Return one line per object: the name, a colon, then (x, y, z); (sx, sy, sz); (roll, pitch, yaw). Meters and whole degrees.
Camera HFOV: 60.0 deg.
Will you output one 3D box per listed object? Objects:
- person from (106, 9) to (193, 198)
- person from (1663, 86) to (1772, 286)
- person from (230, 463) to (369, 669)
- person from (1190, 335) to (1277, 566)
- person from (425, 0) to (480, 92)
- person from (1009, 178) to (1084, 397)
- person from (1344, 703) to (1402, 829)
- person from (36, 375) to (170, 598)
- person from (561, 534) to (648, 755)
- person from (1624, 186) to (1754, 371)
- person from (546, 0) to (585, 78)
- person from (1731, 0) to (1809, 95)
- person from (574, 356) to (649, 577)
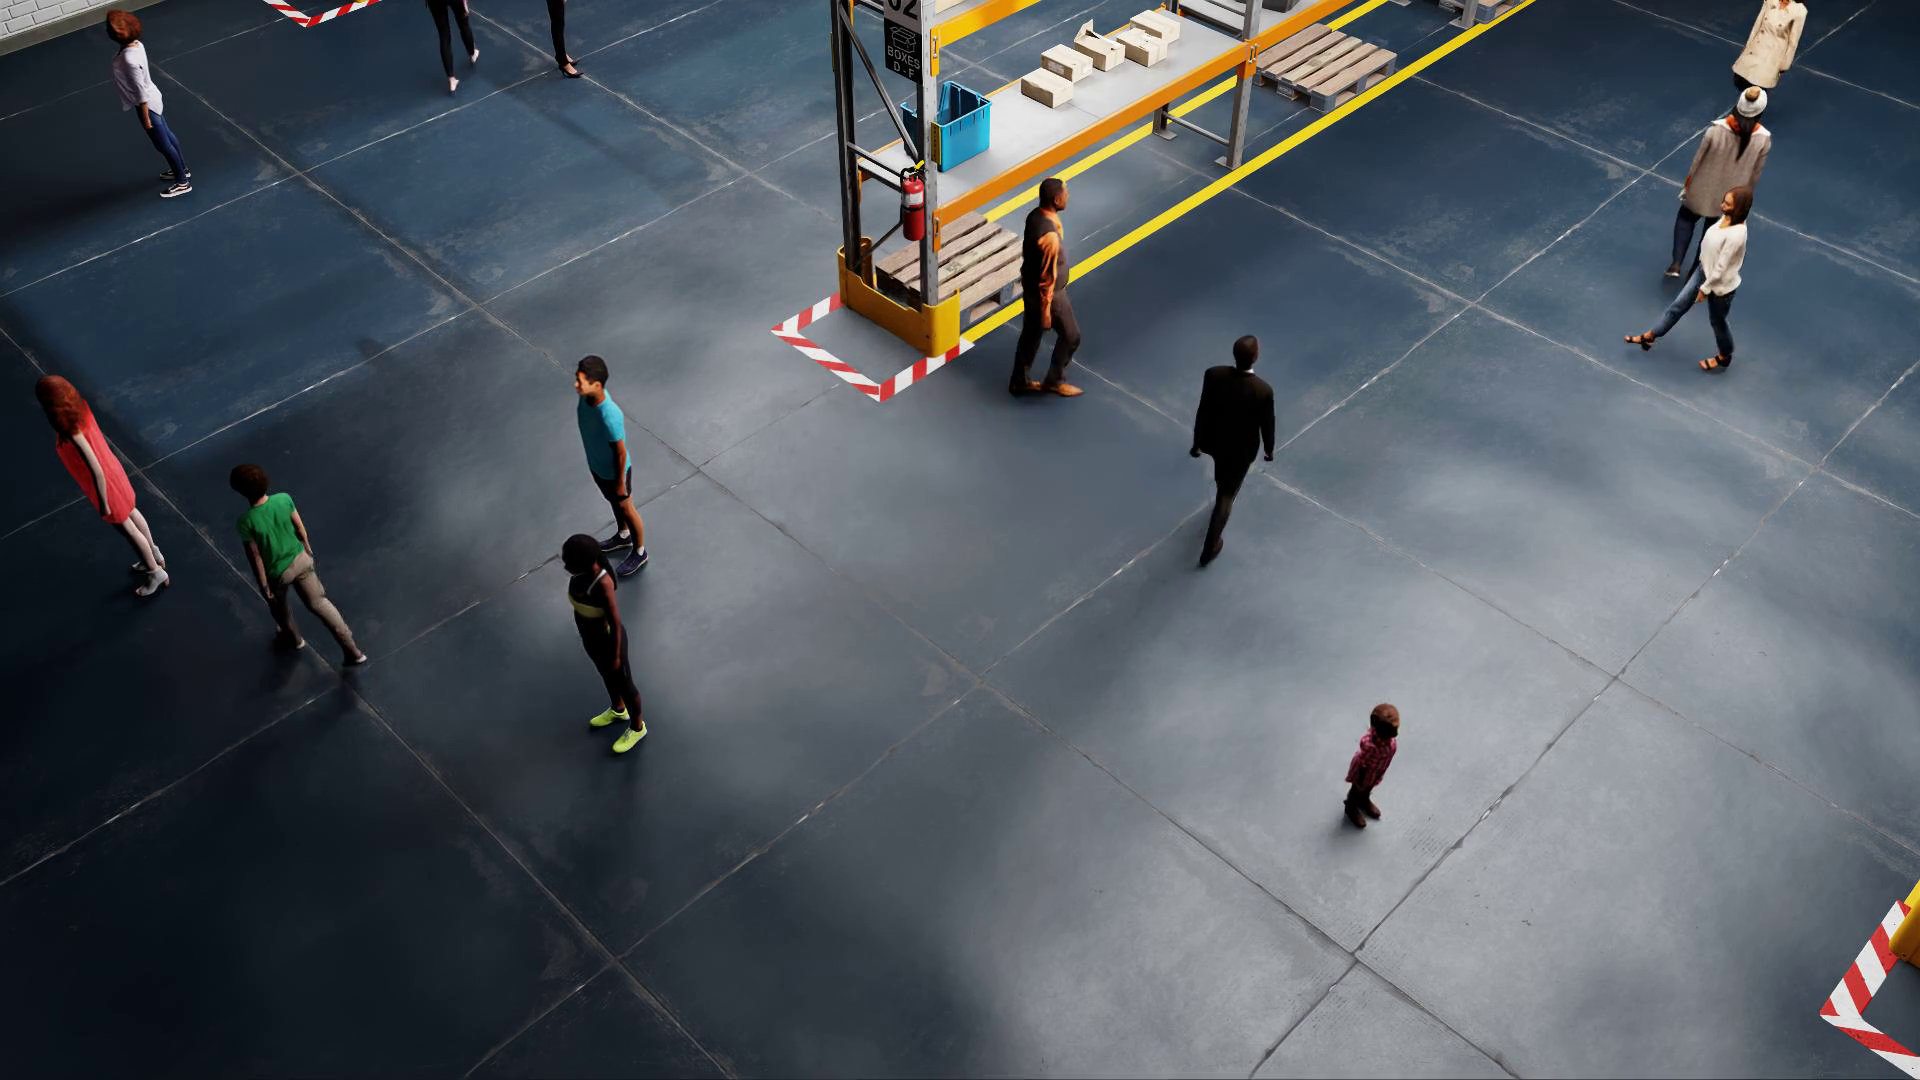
person: (-7.278, -3.936, 14.908); (0.757, 1.712, 0.743); (-13, 45, -13)
person: (6.201, -2.845, 13.644); (0.817, 1.877, 0.828); (18, 46, 18)
person: (-4.239, 0.213, 10.617); (0.747, 1.624, 1.058); (28, 50, 27)
person: (1.808, -0.578, 11.348); (0.847, 1.760, 1.185); (23, 48, 23)
person: (-5.061, -5.251, 16.296); (1.062, 1.702, 1.058); (-4, 44, -4)
person: (0.533, -1.864, 12.606); (0.980, 1.887, 0.915); (-6, 44, -6)
person: (2.452, 1.311, 9.903); (0.404, 1.019, 0.499); (-29, 51, -27)
person: (-5.699, -0.377, 11.091); (0.654, 1.825, 0.666); (-15, 46, -15)
person: (-2.158, 0.592, 10.123); (0.540, 1.756, 0.581); (-28, 50, -27)
person: (5.959, -1.991, 12.921); (1.066, 1.636, 1.099); (8, 44, 9)
person: (-4.027, -5.474, 16.463); (0.686, 1.795, 0.686); (-10, 45, -11)
person: (7.617, -4.550, 15.584); (0.795, 1.670, 0.760); (-22, 48, -22)
person: (-2.365, -0.522, 11.278); (0.592, 1.776, 0.654); (-25, 49, -24)
